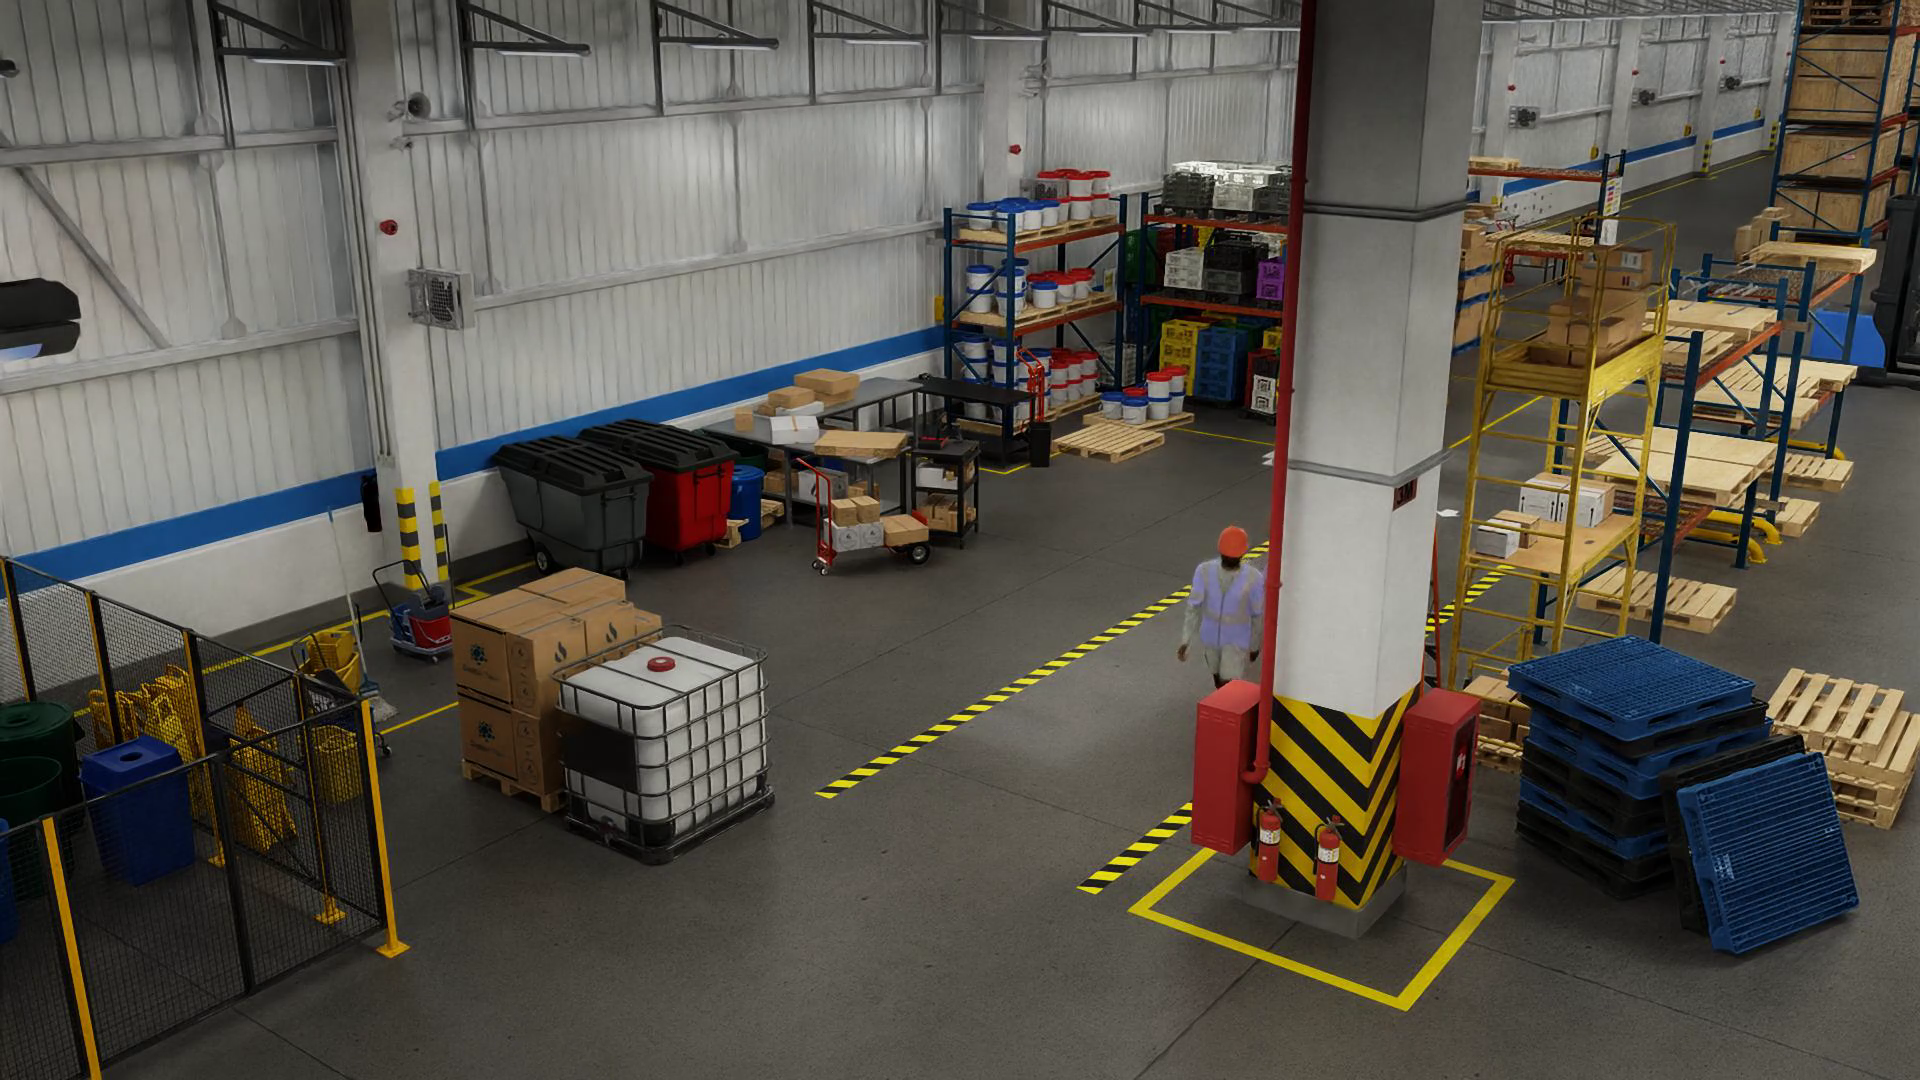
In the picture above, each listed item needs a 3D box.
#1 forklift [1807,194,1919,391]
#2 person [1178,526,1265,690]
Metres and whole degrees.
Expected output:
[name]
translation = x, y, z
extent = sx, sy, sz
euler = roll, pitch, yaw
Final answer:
[forklift]
translation = 14.147, -3.795, 25.234
extent = 1.873, 2.768, 1.129
euler = 13, 22, 34
[person]
translation = 2.030, 0.777, 12.838
extent = 0.559, 1.877, 1.027
euler = 9, 20, 26
